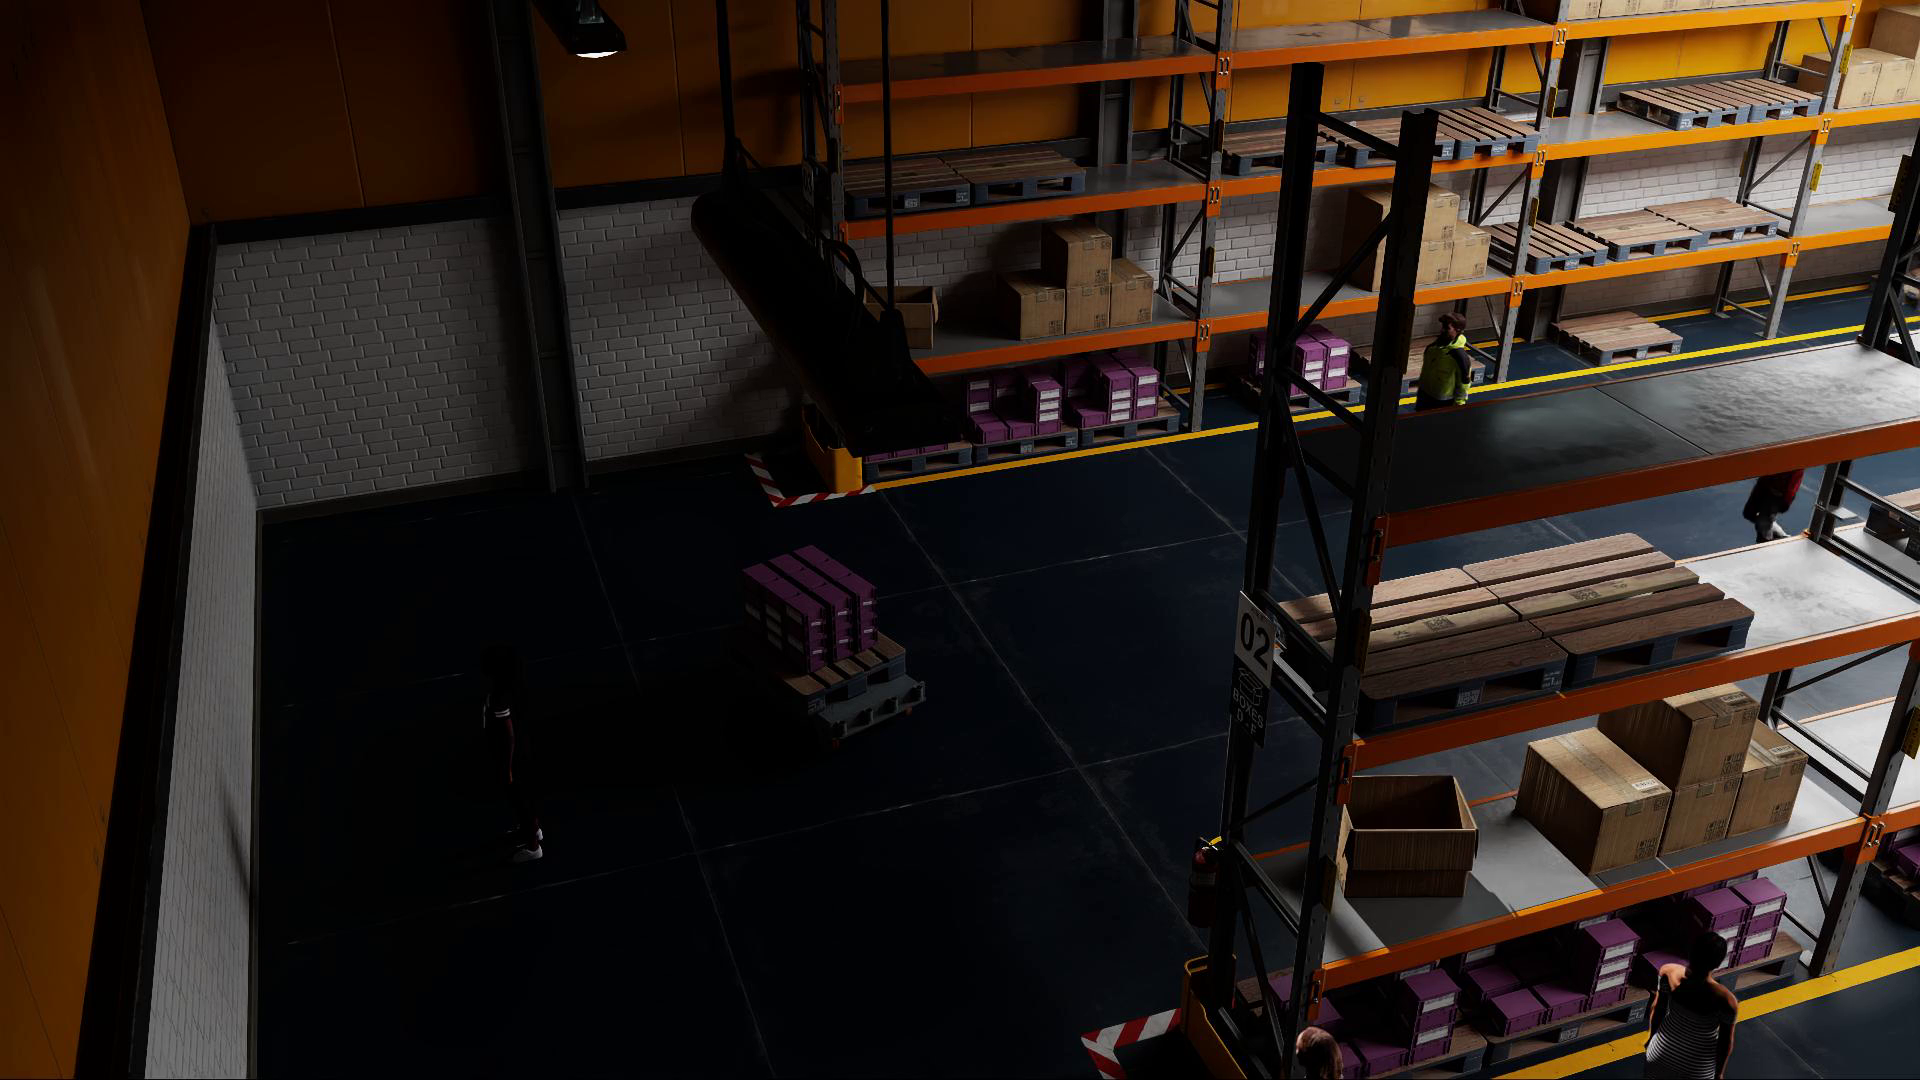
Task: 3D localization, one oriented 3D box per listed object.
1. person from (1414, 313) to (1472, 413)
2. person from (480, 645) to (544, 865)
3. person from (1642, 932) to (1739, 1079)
[{"bbox_3d":[4.777,-1.328,16.509,0.676,1.983,0.794,-14,31,-24],"label":"person"},{"bbox_3d":[-3.143,1.478,11.630,0.625,1.729,0.661,-4,29,-7],"label":"person"},{"bbox_3d":[3.903,2.844,9.028,0.672,1.822,0.675,25,37,38],"label":"person"}]
